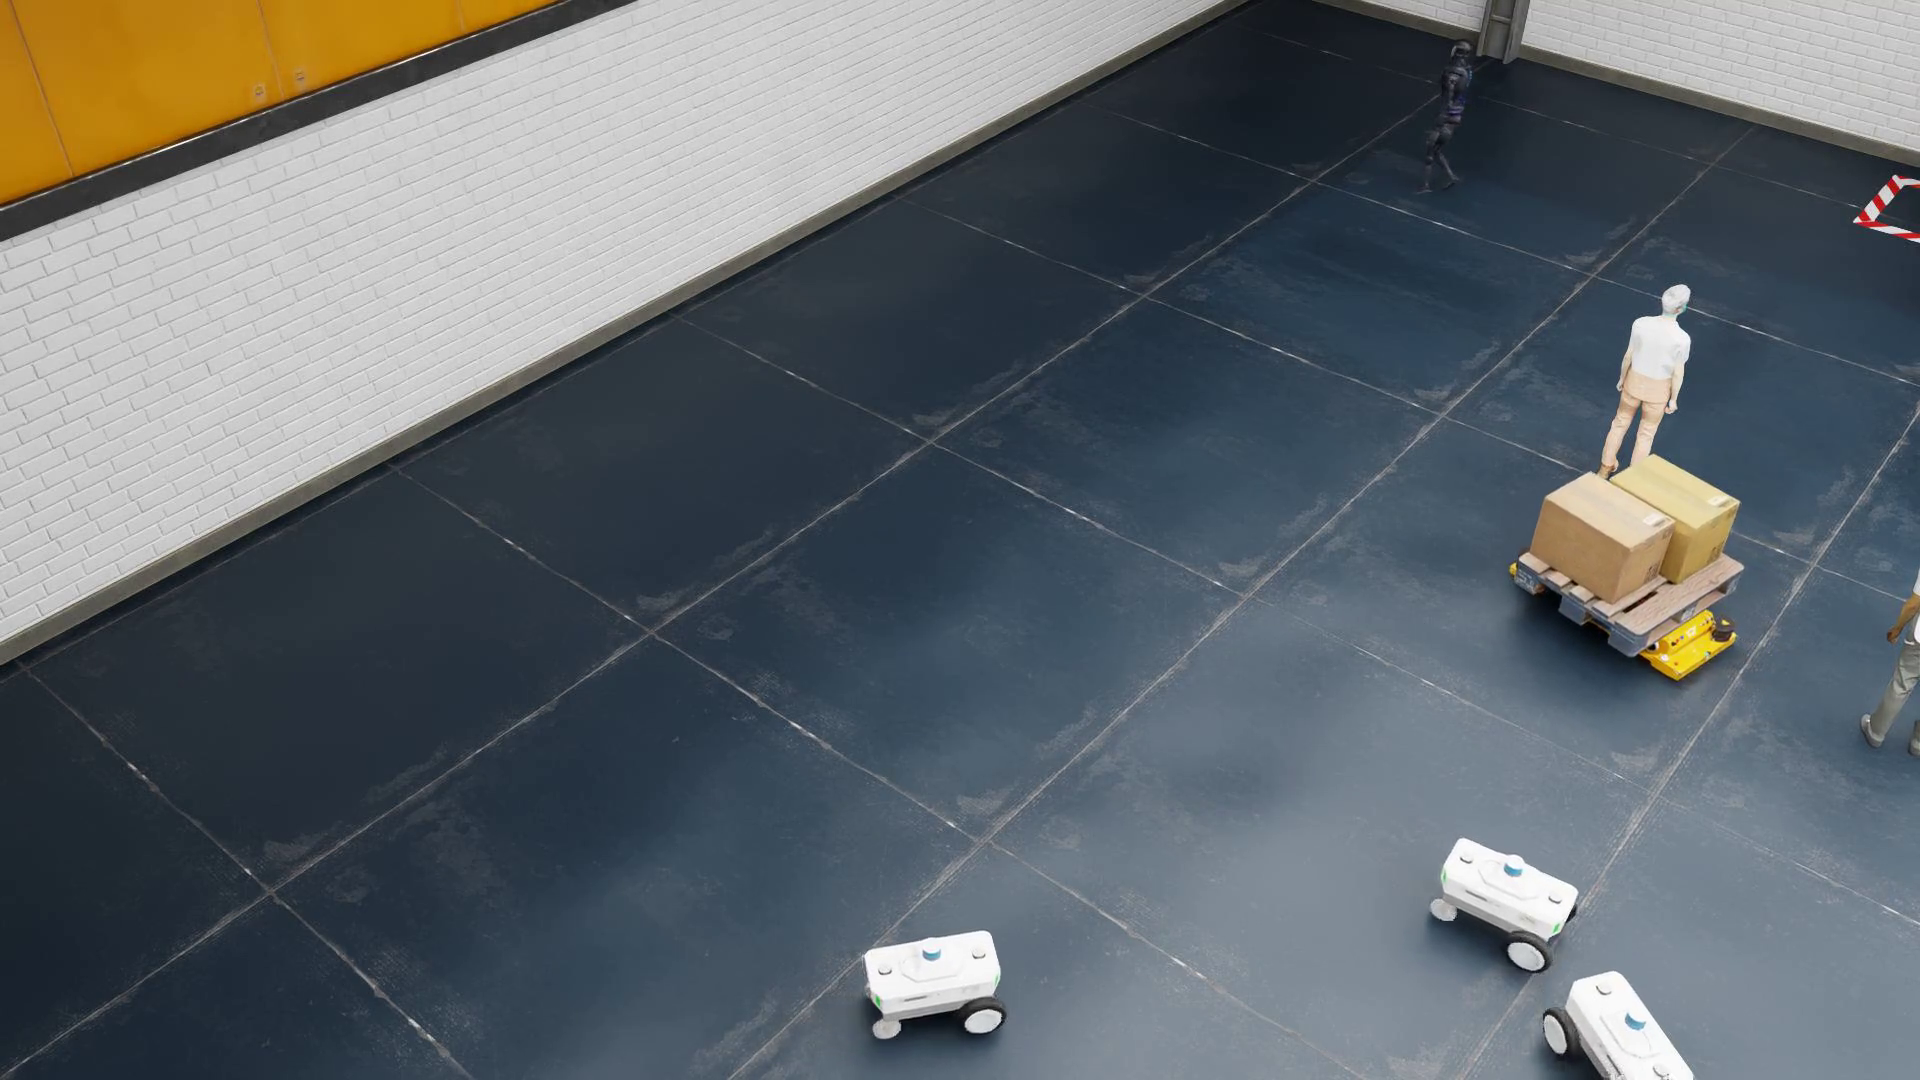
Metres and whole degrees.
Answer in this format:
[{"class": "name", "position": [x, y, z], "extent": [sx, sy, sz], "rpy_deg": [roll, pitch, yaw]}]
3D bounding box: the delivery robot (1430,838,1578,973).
[{"class": "delivery robot", "position": [3.126, 2.039, 9.522], "extent": [0.788, 0.587, 0.499], "rpy_deg": [23, 44, 26]}]

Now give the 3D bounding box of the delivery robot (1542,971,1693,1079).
[{"class": "delivery robot", "position": [3.489, 2.651, 8.756], "extent": [0.499, 0.579, 0.753], "rpy_deg": [-10, 40, -12]}]

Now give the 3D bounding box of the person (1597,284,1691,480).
[{"class": "person", "position": [5.191, -1.151, 12.537], "extent": [0.478, 1.747, 0.319], "rpy_deg": [32, 49, 33]}]

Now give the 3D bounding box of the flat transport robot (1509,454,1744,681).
[{"class": "flat transport robot", "position": [4.679, 0.414, 11.773], "extent": [0.659, 0.231, 1.431], "rpy_deg": [-25, 45, -27]}]

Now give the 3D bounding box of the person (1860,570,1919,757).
[{"class": "person", "position": [6.067, 0.608, 10.281], "extent": [0.562, 1.837, 0.389], "rpy_deg": [14, 41, 17]}]

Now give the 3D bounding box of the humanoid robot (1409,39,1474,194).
[{"class": "humanoid robot", "position": [4.795, -4.131, 16.312], "extent": [0.501, 1.641, 0.601], "rpy_deg": [13, 41, 15]}]

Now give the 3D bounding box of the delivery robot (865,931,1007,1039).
[{"class": "delivery robot", "position": [-0.141, 2.392, 9.079], "extent": [0.773, 0.582, 0.499], "rpy_deg": [-7, 39, -9]}]
